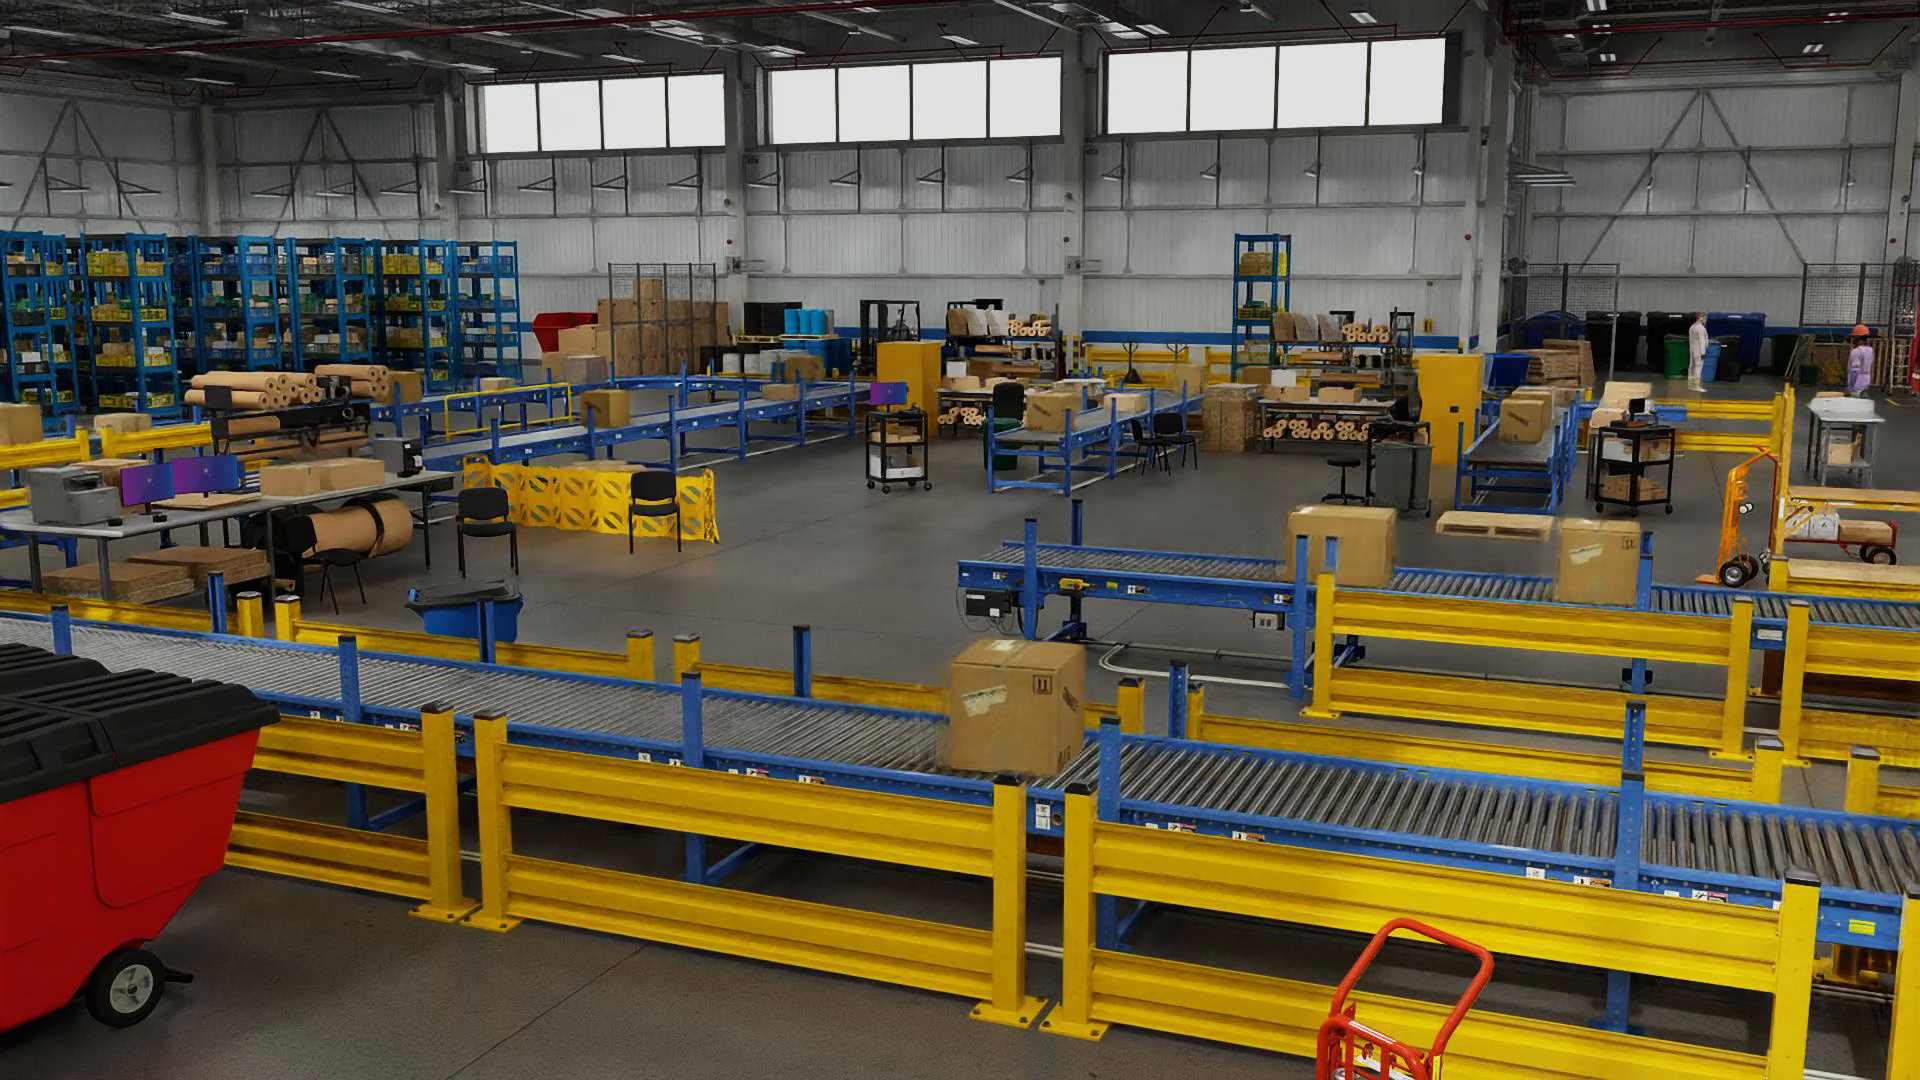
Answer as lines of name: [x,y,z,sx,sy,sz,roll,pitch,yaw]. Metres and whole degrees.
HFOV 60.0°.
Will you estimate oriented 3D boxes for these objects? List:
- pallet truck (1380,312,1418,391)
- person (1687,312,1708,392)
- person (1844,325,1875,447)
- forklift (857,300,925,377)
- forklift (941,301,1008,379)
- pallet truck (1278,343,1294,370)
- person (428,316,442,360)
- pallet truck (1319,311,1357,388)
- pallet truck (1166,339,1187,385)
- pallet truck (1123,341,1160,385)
pallet truck: [10.207,-4.283,38.369,0.823,1.965,1.885,3,10,20]
person: [17.861,-4.543,40.209,0.410,1.913,0.643,0,9,-2]
person: [15.063,-2.586,27.946,0.604,2.044,0.375,-7,12,-38]
forklift: [-1.732,-5.109,42.468,1.157,1.987,2.680,4,10,22]
forklift: [0.365,-4.966,41.571,1.157,1.987,2.680,3,10,20]
pallet truck: [7.886,-4.163,39.743,0.653,1.274,1.630,4,10,22]
person: [-15.203,-5.806,48.100,0.393,1.836,0.561,1,9,8]
pallet truck: [9.071,-4.419,39.190,0.823,1.965,1.885,5,10,26]
pallet truck: [5.418,-4.269,40.420,0.704,1.261,1.522,3,10,20]
pallet truck: [4.445,-4.380,41.279,0.680,1.201,1.601,4,10,22]
